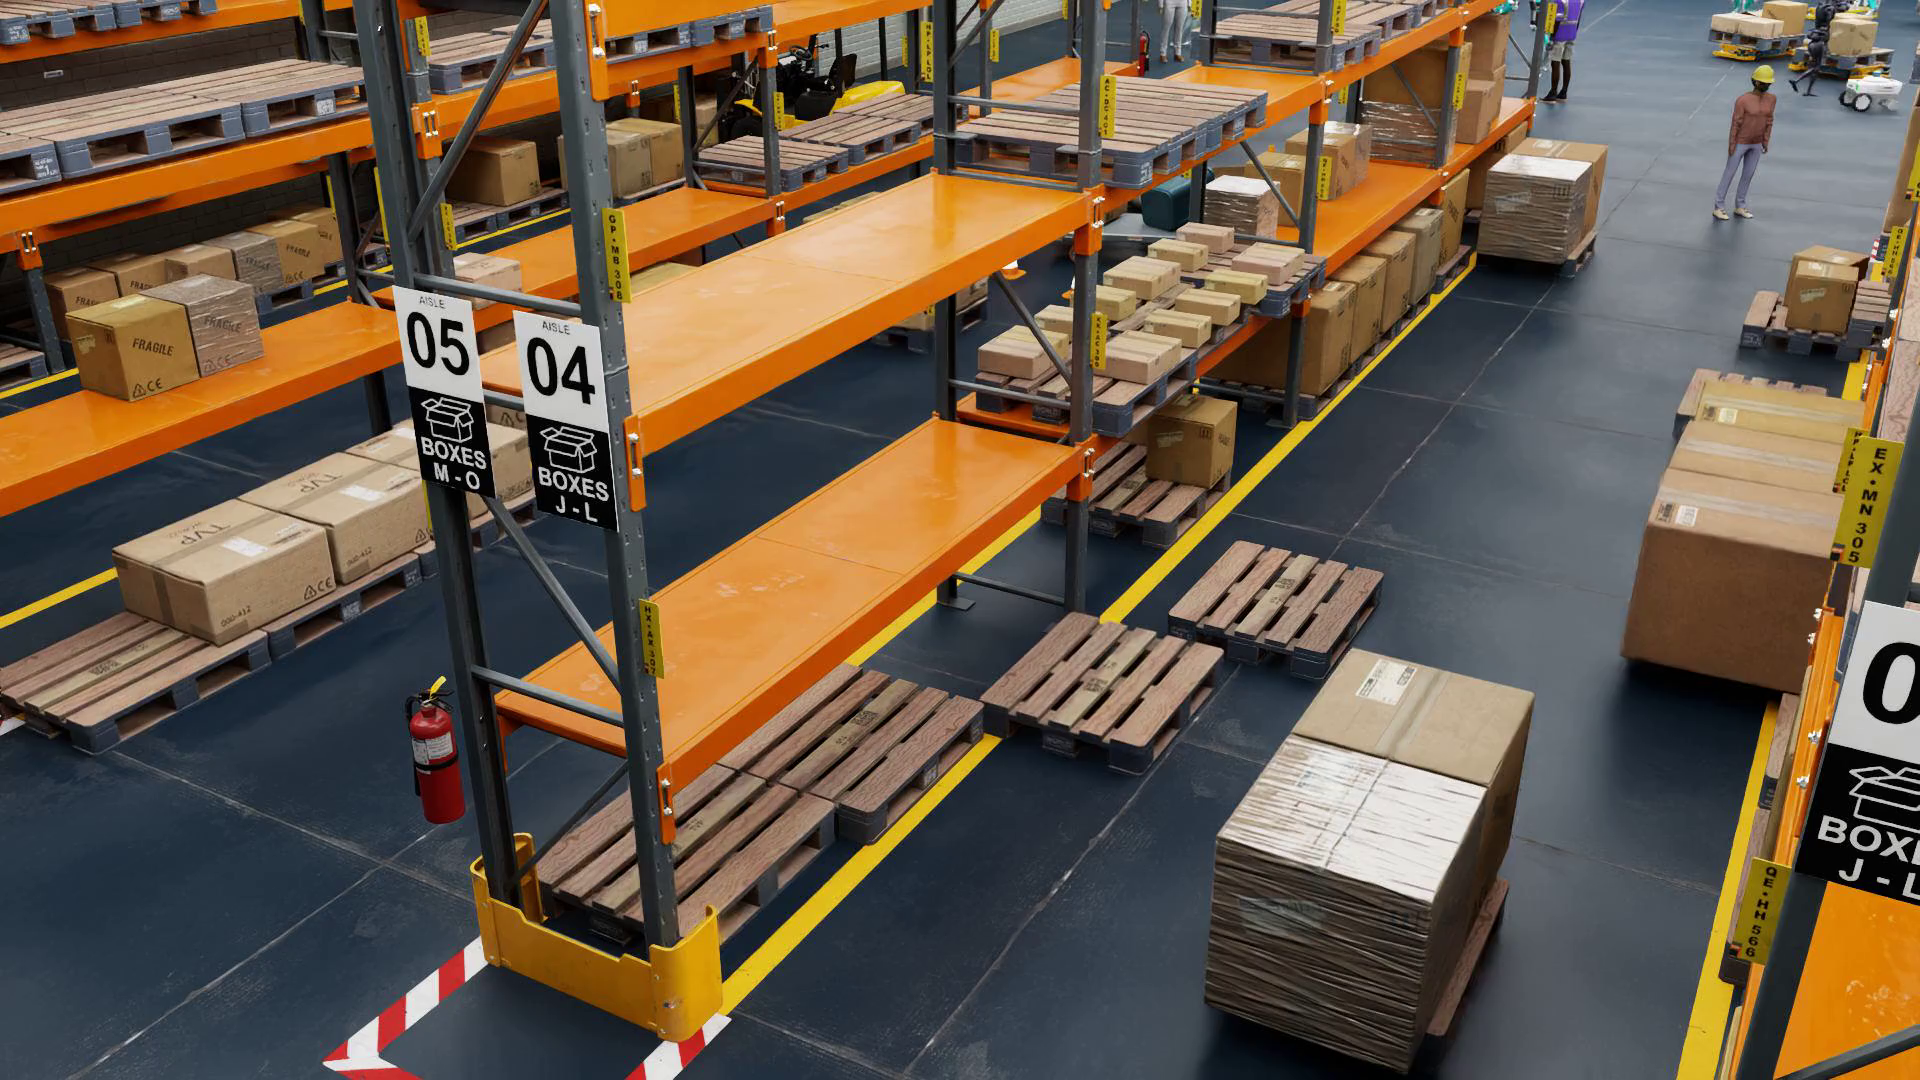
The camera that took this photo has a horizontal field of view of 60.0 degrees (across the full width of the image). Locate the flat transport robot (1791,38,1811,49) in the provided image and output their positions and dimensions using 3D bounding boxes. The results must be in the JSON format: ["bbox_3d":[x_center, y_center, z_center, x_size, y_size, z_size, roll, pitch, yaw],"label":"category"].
[{"bbox_3d":[15.218,-8.719,29.459,1.431,0.231,0.659,11,28,21],"label":"flat transport robot"}]

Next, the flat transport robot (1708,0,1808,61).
[{"bbox_3d":[13.999,-8.638,29.291,1.431,0.231,0.659,-12,28,-24],"label":"flat transport robot"}]

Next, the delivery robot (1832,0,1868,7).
[{"bbox_3d":[18.592,-11.349,34.613,0.814,0.611,0.499,-16,30,-29],"label":"delivery robot"}]

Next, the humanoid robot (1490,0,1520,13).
[{"bbox_3d":[9.610,-9.533,29.544,0.544,1.832,0.776,-4,26,-9],"label":"humanoid robot"}]

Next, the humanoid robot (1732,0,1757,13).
[{"bbox_3d":[14.395,-10.061,30.558,0.537,1.789,0.782,5,26,10],"label":"humanoid robot"}]

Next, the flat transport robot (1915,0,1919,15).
[{"bbox_3d":[19.215,-10.024,32.171,0.659,0.231,1.431,8,27,16],"label":"flat transport robot"}]

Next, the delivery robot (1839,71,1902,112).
[{"bbox_3d":[13.723,-6.743,25.046,0.817,0.613,0.499,0,26,1],"label":"delivery robot"}]

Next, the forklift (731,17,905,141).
[{"bbox_3d":[-1.819,-5.975,21.543,2.313,2.155,1.214,14,29,26],"label":"forklift"}]

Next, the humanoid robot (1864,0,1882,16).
[{"bbox_3d":[17.269,-10.475,31.419,0.781,1.780,0.559,0,26,0],"label":"humanoid robot"}]

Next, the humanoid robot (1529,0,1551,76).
[{"bbox_3d":[9.692,-8.543,27.386,0.530,1.769,0.765,-22,33,-38],"label":"humanoid robot"}]

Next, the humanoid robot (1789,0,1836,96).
[{"bbox_3d":[13.270,-7.741,25.803,0.443,1.642,0.596,4,26,8],"label":"humanoid robot"}]

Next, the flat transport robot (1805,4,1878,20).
[{"bbox_3d":[17.540,-10.491,33.141,1.431,0.231,0.659,-13,28,-24],"label":"flat transport robot"}]

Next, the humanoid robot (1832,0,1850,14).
[{"bbox_3d":[15.069,-9.060,28.550,0.334,1.649,0.599,21,33,36],"label":"humanoid robot"}]

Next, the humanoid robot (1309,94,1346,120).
[{"bbox_3d":[5.533,-6.948,24.183,0.718,1.635,0.588,-1,26,-1],"label":"humanoid robot"}]

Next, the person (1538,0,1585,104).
[{"bbox_3d":[9.155,-7.642,25.270,0.607,1.962,0.368,-15,30,-28],"label":"person"}]

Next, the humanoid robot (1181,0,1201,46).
[{"bbox_3d":[4.149,-9.821,30.059,0.721,1.791,0.536,-13,28,-25],"label":"humanoid robot"}]

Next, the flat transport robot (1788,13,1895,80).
[{"bbox_3d":[14.622,-7.848,27.649,0.659,0.231,1.431,-14,29,-27],"label":"flat transport robot"}]

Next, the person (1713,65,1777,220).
[{"bbox_3d":[9.064,-4.558,19.098,0.519,1.758,0.340,-6,26,-13],"label":"person"}]

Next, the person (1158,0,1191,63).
[{"bbox_3d":[3.683,-9.184,28.504,0.634,1.936,0.351,-7,26,-14],"label":"person"}]
